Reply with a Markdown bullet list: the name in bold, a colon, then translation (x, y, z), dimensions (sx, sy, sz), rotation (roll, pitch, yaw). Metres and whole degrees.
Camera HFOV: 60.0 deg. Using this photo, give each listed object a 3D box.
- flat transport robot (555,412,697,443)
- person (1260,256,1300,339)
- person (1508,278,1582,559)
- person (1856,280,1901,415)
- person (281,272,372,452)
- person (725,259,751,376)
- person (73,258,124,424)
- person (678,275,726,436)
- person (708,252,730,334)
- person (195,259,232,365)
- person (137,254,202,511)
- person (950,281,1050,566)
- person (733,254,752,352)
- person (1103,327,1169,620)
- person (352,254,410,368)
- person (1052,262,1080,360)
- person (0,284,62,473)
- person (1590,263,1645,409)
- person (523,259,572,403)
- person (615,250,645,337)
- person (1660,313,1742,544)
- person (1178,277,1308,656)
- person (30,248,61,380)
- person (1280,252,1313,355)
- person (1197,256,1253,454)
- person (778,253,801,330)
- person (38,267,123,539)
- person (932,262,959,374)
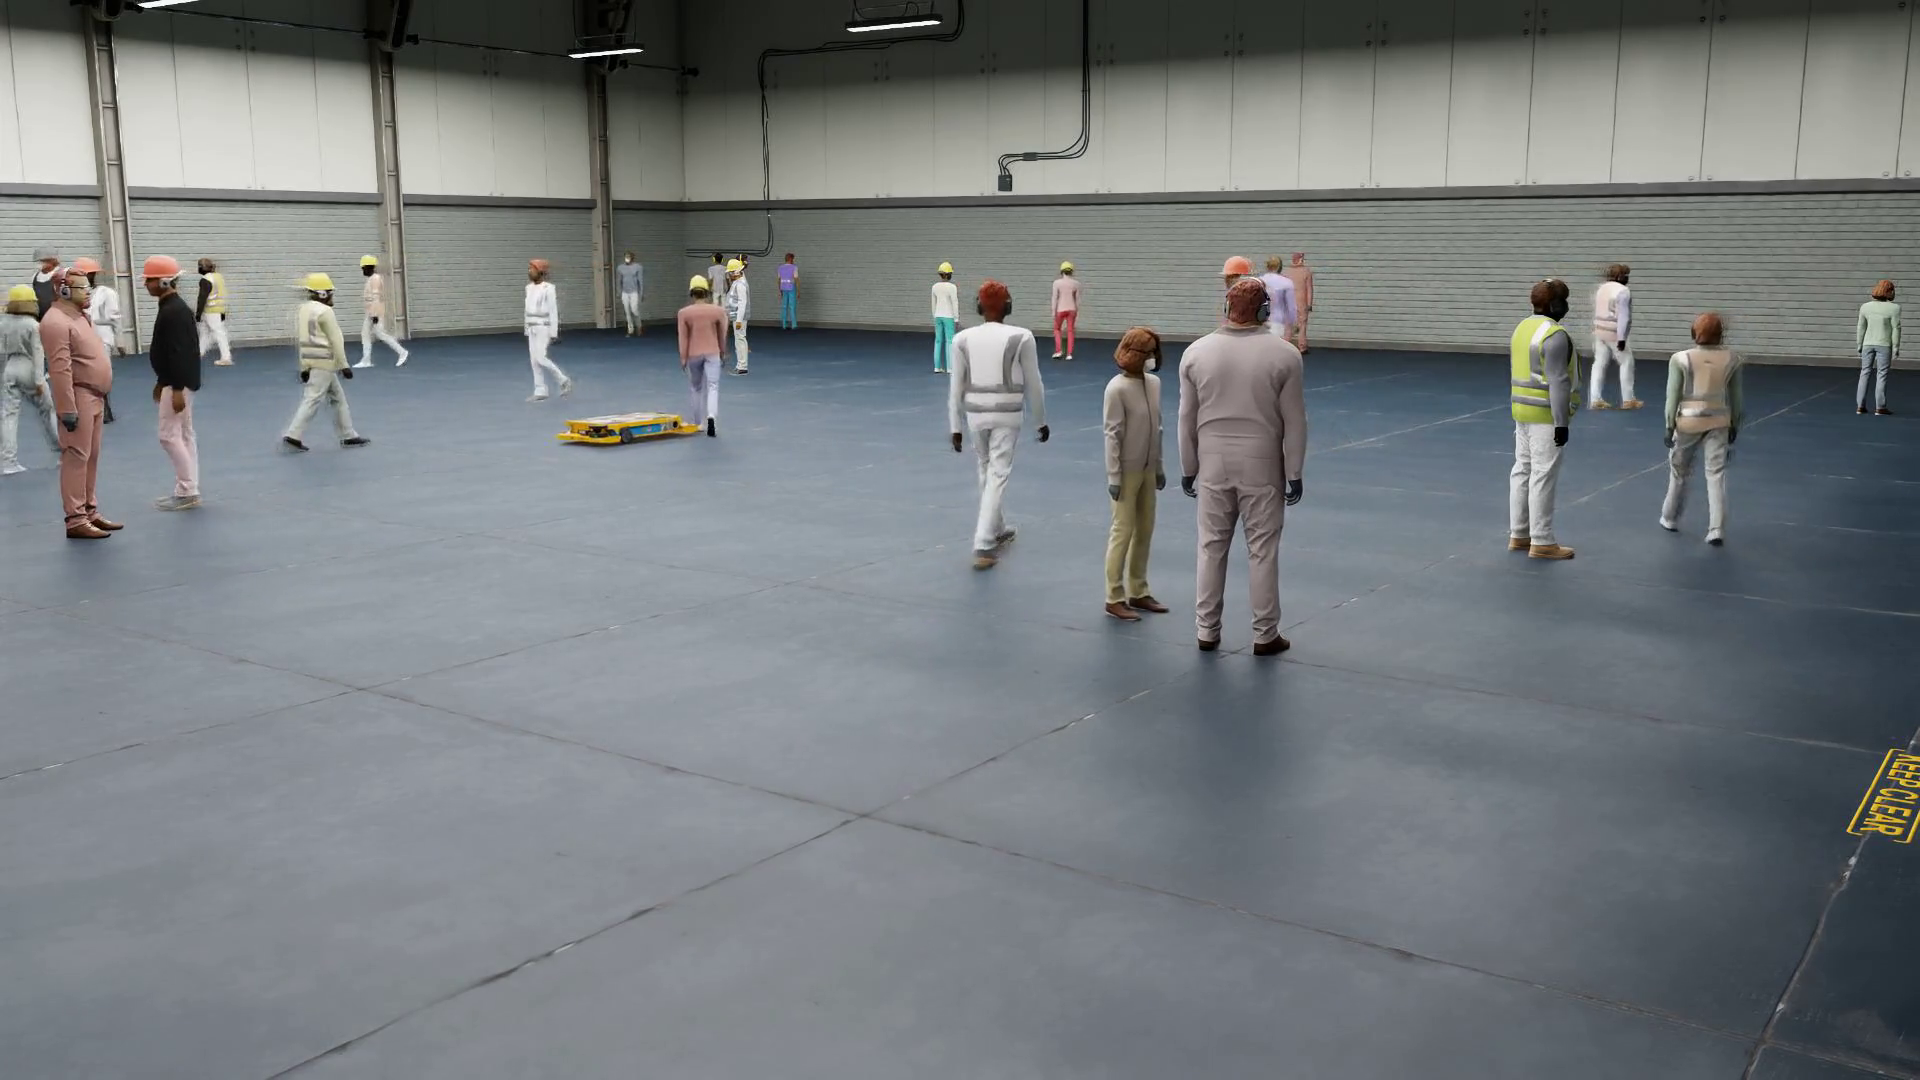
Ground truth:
- **flat transport robot**: translation (-3.536, -1.202, 17.679), dimensions (0.652, 0.197, 1.431), rotation (7, 12, 34)
- **person**: translation (4.477, -3.046, 23.464), dimensions (1.000, 1.891, 0.641), rotation (-10, 14, -44)
- **person**: translation (3.885, -0.805, 11.052), dimensions (0.429, 1.847, 0.626), rotation (-1, 10, -7)
- **person**: translation (11.159, -2.336, 20.211), dimensions (0.266, 1.632, 0.509), rotation (-7, 12, -33)
- **person**: translation (-6.422, -1.779, 16.664), dimensions (0.926, 1.796, 0.581), rotation (-8, 13, -38)
- **person**: translation (-3.502, -3.500, 26.206), dimensions (0.403, 1.823, 0.587), rotation (-2, 10, -10)
- **person**: translation (-9.965, -2.263, 19.044), dimensions (0.575, 1.904, 0.778), rotation (1, 10, 4)
- **person**: translation (-2.795, -2.008, 18.078), dimensions (0.521, 1.739, 0.804), rotation (-1, 10, -8)
- **person**: translation (-5.499, -5.630, 38.005), dimensions (0.513, 1.872, 0.328), rotation (-4, 11, -20)
- **person**: translation (-12.911, -3.882, 28.380), dimensions (0.901, 1.802, 0.659), rotation (-1, 10, -7)
- **person**: translation (-6.156, -1.232, 13.026), dimensions (0.407, 1.990, 0.633), rotation (-4, 11, -22)
- **person**: translation (0.240, -0.772, 10.925), dimensions (0.593, 1.833, 1.005), rotation (5, 11, 24)
- **person**: translation (-4.188, -4.539, 31.891), dimensions (0.334, 1.873, 0.521), rotation (-2, 10, -9)
- **person**: translation (0.969, -0.370, 9.230), dimensions (0.284, 1.622, 0.511), rotation (8, 13, 38)
- **person**: translation (-9.760, -3.838, 27.910), dimensions (0.871, 1.898, 0.597), rotation (-6, 12, -31)
- **person**: translation (1.864, -4.085, 29.693), dimensions (0.543, 1.743, 0.661), rotation (-2, 10, -14)
- **person**: translation (-8.530, -1.485, 15.273), dimensions (0.491, 1.694, 0.910), rotation (1, 10, 7)
- **person**: translation (8.279, -2.535, 20.809), dimensions (0.784, 1.815, 0.661), rotation (-2, 10, -13)
- **person**: translation (-5.454, -2.728, 21.752), dimensions (0.511, 1.868, 0.580), rotation (-10, 14, -43)
- **person**: translation (-7.282, -5.419, 36.688), dimensions (0.645, 1.925, 0.442), rotation (3, 11, 18)
- **person**: translation (5.214, -0.791, 11.681), dimensions (0.542, 1.591, 0.880), rotation (1, 10, 7)
- **person**: translation (1.436, -0.370, 8.442), dimensions (0.652, 1.906, 0.402), rotation (4, 11, 23)
- **person**: translation (-13.796, -3.445, 25.285), dimensions (0.698, 2.000, 0.542), rotation (3, 11, 16)
- **person**: translation (6.316, -4.425, 31.168), dimensions (0.638, 1.904, 0.402), rotation (6, 12, 32)
- **person**: translation (2.636, -1.782, 16.240), dimensions (1.007, 1.936, 0.648), rotation (-3, 11, -16)
- **person**: translation (-4.114, -5.962, 39.952), dimensions (0.563, 1.837, 0.392), rotation (5, 11, 28)
- **person**: translation (-6.221, -0.970, 11.799), dimensions (0.406, 1.906, 0.654), rotation (-2, 10, -12)
- **person**: translation (-0.225, -3.537, 26.562), dimensions (0.525, 1.772, 0.309), rotation (8, 13, 39)
